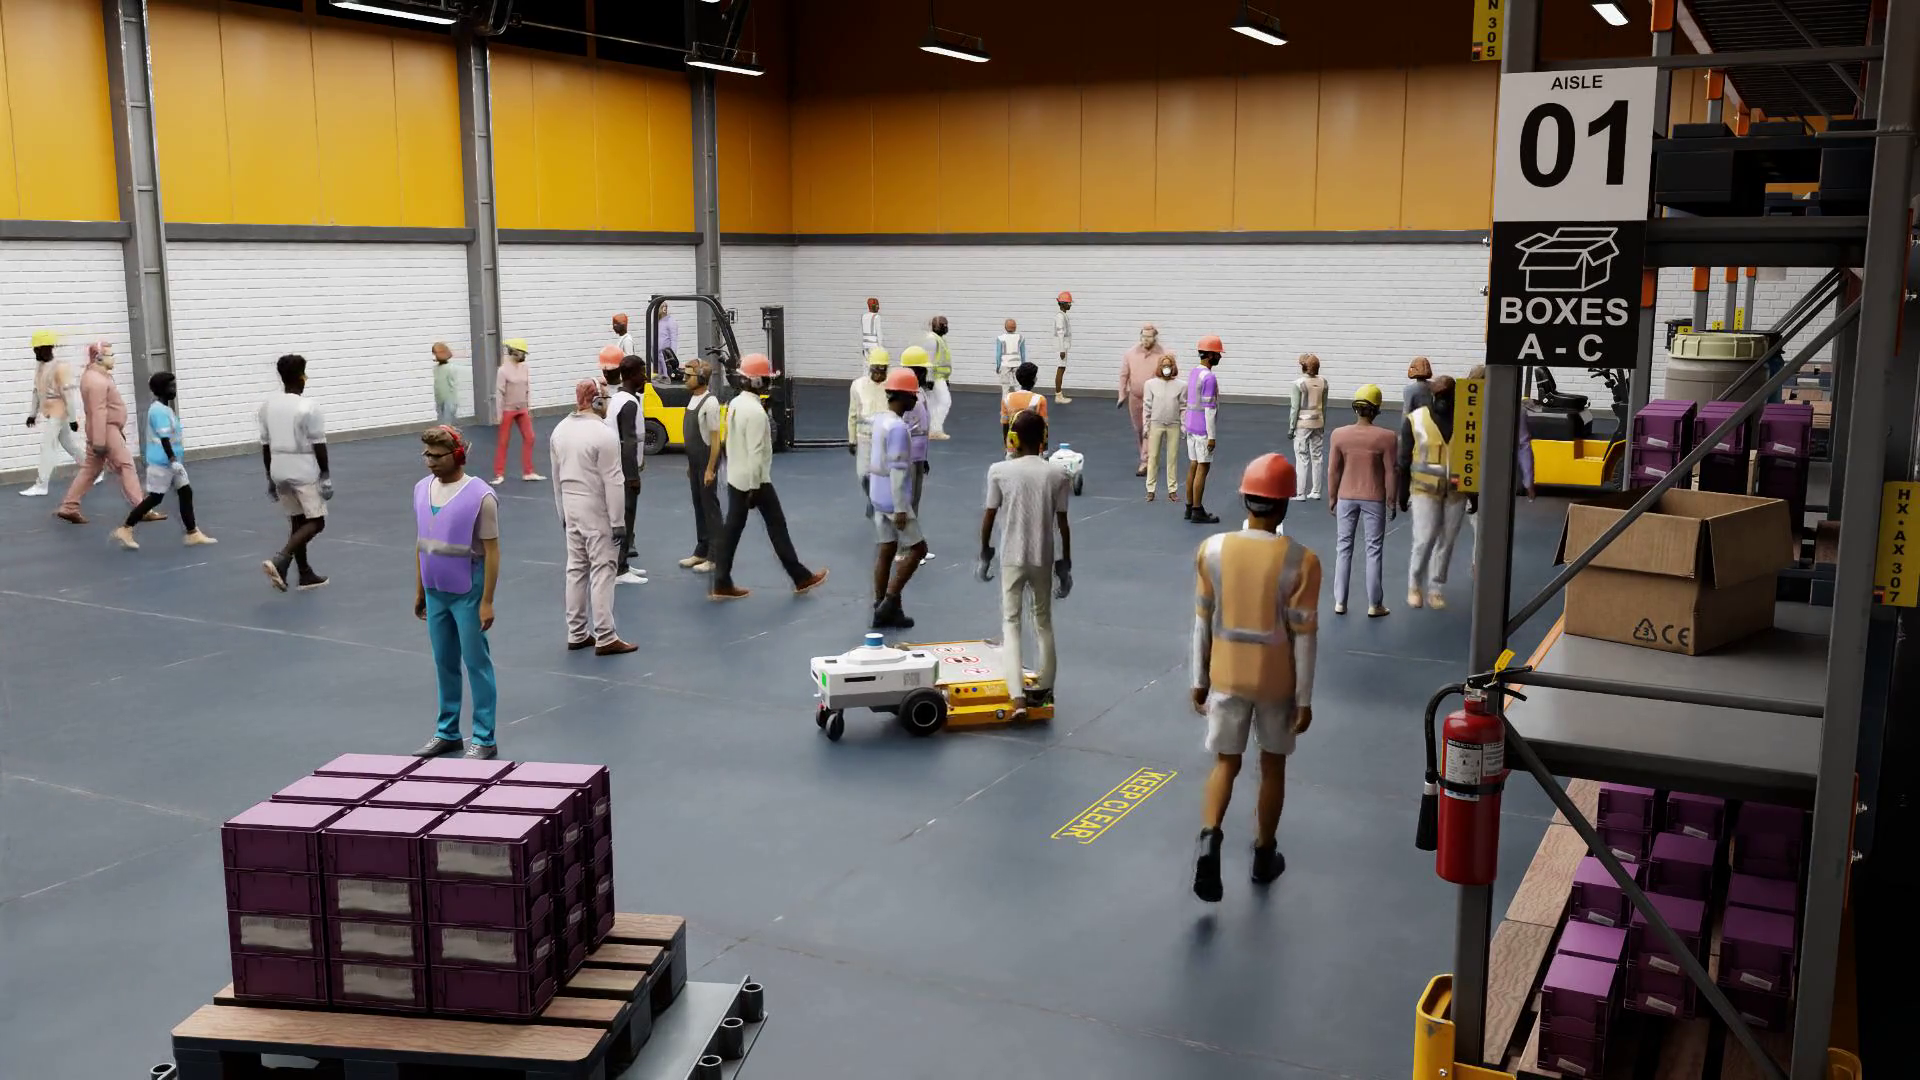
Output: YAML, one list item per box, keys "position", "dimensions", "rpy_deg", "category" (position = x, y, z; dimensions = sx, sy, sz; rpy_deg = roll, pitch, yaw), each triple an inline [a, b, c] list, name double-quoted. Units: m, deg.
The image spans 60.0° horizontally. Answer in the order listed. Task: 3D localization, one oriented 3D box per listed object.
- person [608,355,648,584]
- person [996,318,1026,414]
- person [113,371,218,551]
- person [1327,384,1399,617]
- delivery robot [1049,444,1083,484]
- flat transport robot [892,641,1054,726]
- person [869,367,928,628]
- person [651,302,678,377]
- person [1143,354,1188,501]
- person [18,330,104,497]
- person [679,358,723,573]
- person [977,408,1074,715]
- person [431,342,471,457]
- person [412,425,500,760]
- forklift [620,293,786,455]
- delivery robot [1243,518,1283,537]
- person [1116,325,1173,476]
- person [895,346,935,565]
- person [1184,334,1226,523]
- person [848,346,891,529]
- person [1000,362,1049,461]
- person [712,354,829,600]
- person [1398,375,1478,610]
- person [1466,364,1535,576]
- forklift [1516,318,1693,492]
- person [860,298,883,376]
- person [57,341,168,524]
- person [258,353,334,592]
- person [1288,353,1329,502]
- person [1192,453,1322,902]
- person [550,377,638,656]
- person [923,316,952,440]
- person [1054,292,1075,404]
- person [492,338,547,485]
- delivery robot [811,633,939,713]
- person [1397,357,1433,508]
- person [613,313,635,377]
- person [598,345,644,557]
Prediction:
- position: [-2.790, -0.590, 13.907]
  dimensions: [0.405, 1.906, 0.605]
  rpy_deg: [-2, 10, -14]
  category: "person"
- position: [0.862, -2.938, 28.245]
  dimensions: [0.523, 1.638, 0.310]
  rpy_deg: [-2, 10, -13]
  category: "person"
- position: [-7.434, -0.734, 15.412]
  dimensions: [0.830, 1.666, 0.540]
  rpy_deg: [-3, 10, -15]
  category: "person"
- position: [3.054, -0.300, 12.608]
  dimensions: [0.533, 1.767, 0.326]
  rpy_deg: [5, 11, 27]
  category: "person"
- position: [1.194, -0.859, 19.073]
  dimensions: [0.477, 0.478, 0.707]
  rpy_deg: [2, 10, 14]
  category: "delivery robot"
- position: [0.043, 0.850, 10.274]
  dimensions: [0.652, 0.197, 1.431]
  rpy_deg: [-3, 10, -16]
  category: "flat transport robot"
- position: [-0.461, -0.293, 12.123]
  dimensions: [0.455, 1.918, 0.574]
  rpy_deg: [-3, 10, -17]
  category: "person"
- position: [-5.263, -3.268, 29.383]
  dimensions: [0.638, 1.909, 0.408]
  rpy_deg: [9, 13, 41]
  category: "person"
- position: [2.271, -1.237, 18.416]
  dimensions: [0.497, 1.633, 0.284]
  rpy_deg: [0, 10, 1]
  category: "person"
- position: [-10.341, -1.469, 19.066]
  dimensions: [0.593, 1.884, 0.974]
  rpy_deg: [9, 13, 42]
  category: "person"
- position: [-2.230, -0.641, 14.352]
  dimensions: [0.344, 1.847, 0.505]
  rpy_deg: [-6, 11, -30]
  category: "person"
- position: [0.395, 0.162, 9.802]
  dimensions: [0.576, 1.855, 0.730]
  rpy_deg: [-1, 10, -6]
  category: "person"
- position: [-6.573, -1.755, 21.481]
  dimensions: [0.503, 1.613, 0.513]
  rpy_deg: [8, 13, 41]
  category: "person"
- position: [-2.706, 0.292, 8.967]
  dimensions: [0.562, 1.840, 0.390]
  rpy_deg: [5, 11, 29]
  category: "person"
- position: [-3.588, -2.317, 23.042]
  dimensions: [2.313, 2.155, 1.214]
  rpy_deg: [-1, 10, -5]
  category: "forklift"
- position: [2.601, -0.033, 14.292]
  dimensions: [0.477, 0.478, 0.707]
  rpy_deg: [2, 10, 10]
  category: "delivery robot"
- position: [2.342, -1.767, 20.831]
  dimensions: [0.653, 1.869, 0.967]
  rpy_deg: [4, 11, 23]
  category: "person"
- position: [-0.412, -0.751, 14.750]
  dimensions: [0.369, 1.928, 0.586]
  rpy_deg: [3, 10, 16]
  category: "person"
- position: [2.504, -1.130, 16.961]
  dimensions: [0.386, 1.929, 0.539]
  rpy_deg: [-2, 10, -12]
  category: "person"
- position: [-0.815, -1.031, 16.669]
  dimensions: [0.611, 1.821, 0.490]
  rpy_deg: [1, 10, 4]
  category: "person"
- position: [0.644, -0.880, 16.161]
  dimensions: [0.542, 1.696, 0.316]
  rpy_deg: [8, 12, 37]
  category: "person"
- position: [-1.556, -0.498, 13.218]
  dimensions: [0.968, 1.948, 0.621]
  rpy_deg: [-6, 12, -33]
  category: "person"
- position: [3.693, -0.352, 12.762]
  dimensions: [0.622, 1.819, 0.483]
  rpy_deg: [0, 10, 3]
  category: "person"
- position: [4.233, -0.482, 13.368]
  dimensions: [0.702, 1.879, 1.001]
  rpy_deg: [2, 10, 11]
  category: "person"
- position: [7.066, -1.601, 18.899]
  dimensions: [2.313, 2.155, 1.214]
  rpy_deg: [5, 11, 27]
  category: "forklift"
- position: [-1.683, -3.696, 31.923]
  dimensions: [0.357, 1.885, 0.573]
  rpy_deg: [-9, 13, -42]
  category: "person"
- position: [-8.691, -1.083, 16.856]
  dimensions: [0.974, 1.869, 0.635]
  rpy_deg: [-7, 12, -34]
  category: "person"
- position: [-5.371, -0.522, 13.354]
  dimensions: [0.615, 1.950, 0.703]
  rpy_deg: [4, 11, 22]
  category: "person"
- position: [3.852, -1.241, 18.408]
  dimensions: [0.514, 1.645, 0.308]
  rpy_deg: [-6, 11, -31]
  category: "person"
- position: [1.229, 0.592, 7.023]
  dimensions: [0.553, 1.915, 0.746]
  rpy_deg: [5, 11, 25]
  category: "person"
- position: [-2.503, -0.166, 11.431]
  dimensions: [0.652, 1.904, 0.402]
  rpy_deg: [8, 13, 39]
  category: "person"
- position: [-0.277, -2.367, 24.387]
  dimensions: [0.536, 1.826, 0.659]
  rpy_deg: [2, 10, 10]
  category: "person"
- position: [1.901, -3.511, 30.398]
  dimensions: [0.376, 2.041, 0.615]
  rpy_deg: [1, 10, 6]
  category: "person"
- position: [-5.335, -1.527, 19.834]
  dimensions: [0.421, 1.730, 0.656]
  rpy_deg: [6, 12, 32]
  category: "person"
- position: [-0.492, 0.782, 9.573]
  dimensions: [0.707, 0.478, 0.477]
  rpy_deg: [-3, 10, -16]
  category: "delivery robot"
- position: [4.946, -1.158, 17.952]
  dimensions: [0.498, 1.634, 0.281]
  rpy_deg: [-5, 11, -27]
  category: "person"
- position: [-4.818, -2.302, 23.850]
  dimensions: [0.356, 1.887, 0.573]
  rpy_deg: [-4, 11, -21]
  category: "person"
- position: [-3.117, -0.794, 14.999]
  dimensions: [0.542, 1.928, 0.374]
  rpy_deg: [-2, 10, -9]
  category: "person"
